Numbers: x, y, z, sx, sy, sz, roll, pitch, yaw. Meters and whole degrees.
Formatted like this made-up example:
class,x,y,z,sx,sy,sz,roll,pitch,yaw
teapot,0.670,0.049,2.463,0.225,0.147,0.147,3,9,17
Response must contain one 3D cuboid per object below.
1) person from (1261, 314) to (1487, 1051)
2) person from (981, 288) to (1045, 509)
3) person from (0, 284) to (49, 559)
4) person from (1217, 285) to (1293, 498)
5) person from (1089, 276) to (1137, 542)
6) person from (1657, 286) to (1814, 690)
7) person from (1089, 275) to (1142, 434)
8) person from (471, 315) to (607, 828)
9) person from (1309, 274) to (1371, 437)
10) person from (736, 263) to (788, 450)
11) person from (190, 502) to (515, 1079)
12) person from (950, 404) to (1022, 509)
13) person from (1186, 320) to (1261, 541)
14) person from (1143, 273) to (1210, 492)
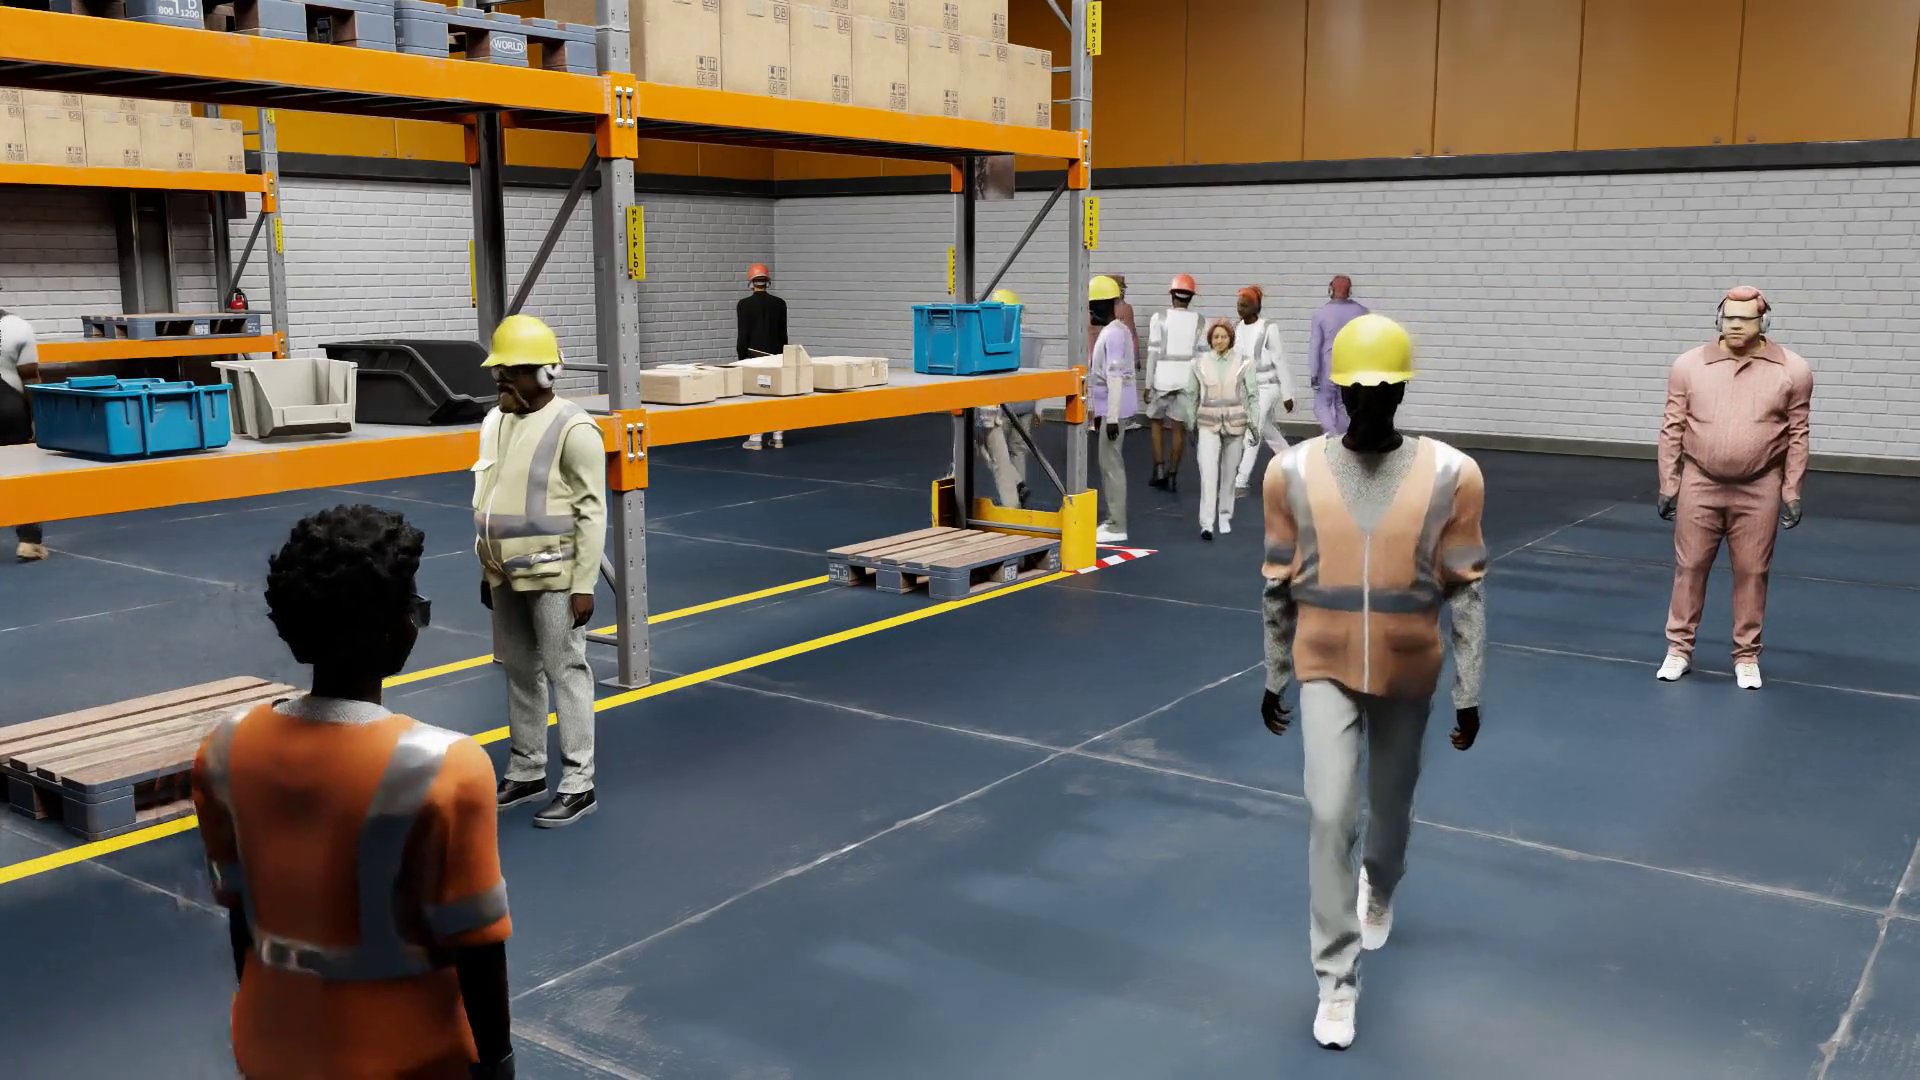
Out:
class,x,y,z,sx,sy,sz,roll,pitch,yaw
person,1.123,0.323,4.575,0.596,1.888,0.939,2,10,14
person,0.411,-1.051,12.980,0.612,1.811,0.508,-6,11,-31
person,-6.506,-0.858,11.146,0.703,2.000,0.536,-3,10,-15
person,2.657,-1.285,14.358,1.000,1.834,0.615,-5,11,-25
person,1.070,-0.939,12.014,0.420,1.917,0.594,1,10,4
person,3.650,-0.242,7.888,0.651,1.904,0.402,5,11,26
person,1.838,-2.172,19.538,0.972,1.856,0.658,-6,11,-34
person,-1.538,0.112,5.996,0.600,1.829,0.404,7,12,35
person,3.764,-1.678,16.484,0.649,1.890,0.565,-1,10,-8
person,-2.138,-1.968,17.903,0.622,1.990,0.388,-7,12,-36
person,-0.906,0.782,2.453,0.541,1.677,0.635,4,10,23
person,0.171,-0.879,12.621,0.812,1.601,0.525,5,11,29
person,1.906,-0.793,12.074,0.530,1.590,0.864,1,10,7
person,1.892,-1.375,14.606,0.576,1.908,0.470,-1,10,-4
